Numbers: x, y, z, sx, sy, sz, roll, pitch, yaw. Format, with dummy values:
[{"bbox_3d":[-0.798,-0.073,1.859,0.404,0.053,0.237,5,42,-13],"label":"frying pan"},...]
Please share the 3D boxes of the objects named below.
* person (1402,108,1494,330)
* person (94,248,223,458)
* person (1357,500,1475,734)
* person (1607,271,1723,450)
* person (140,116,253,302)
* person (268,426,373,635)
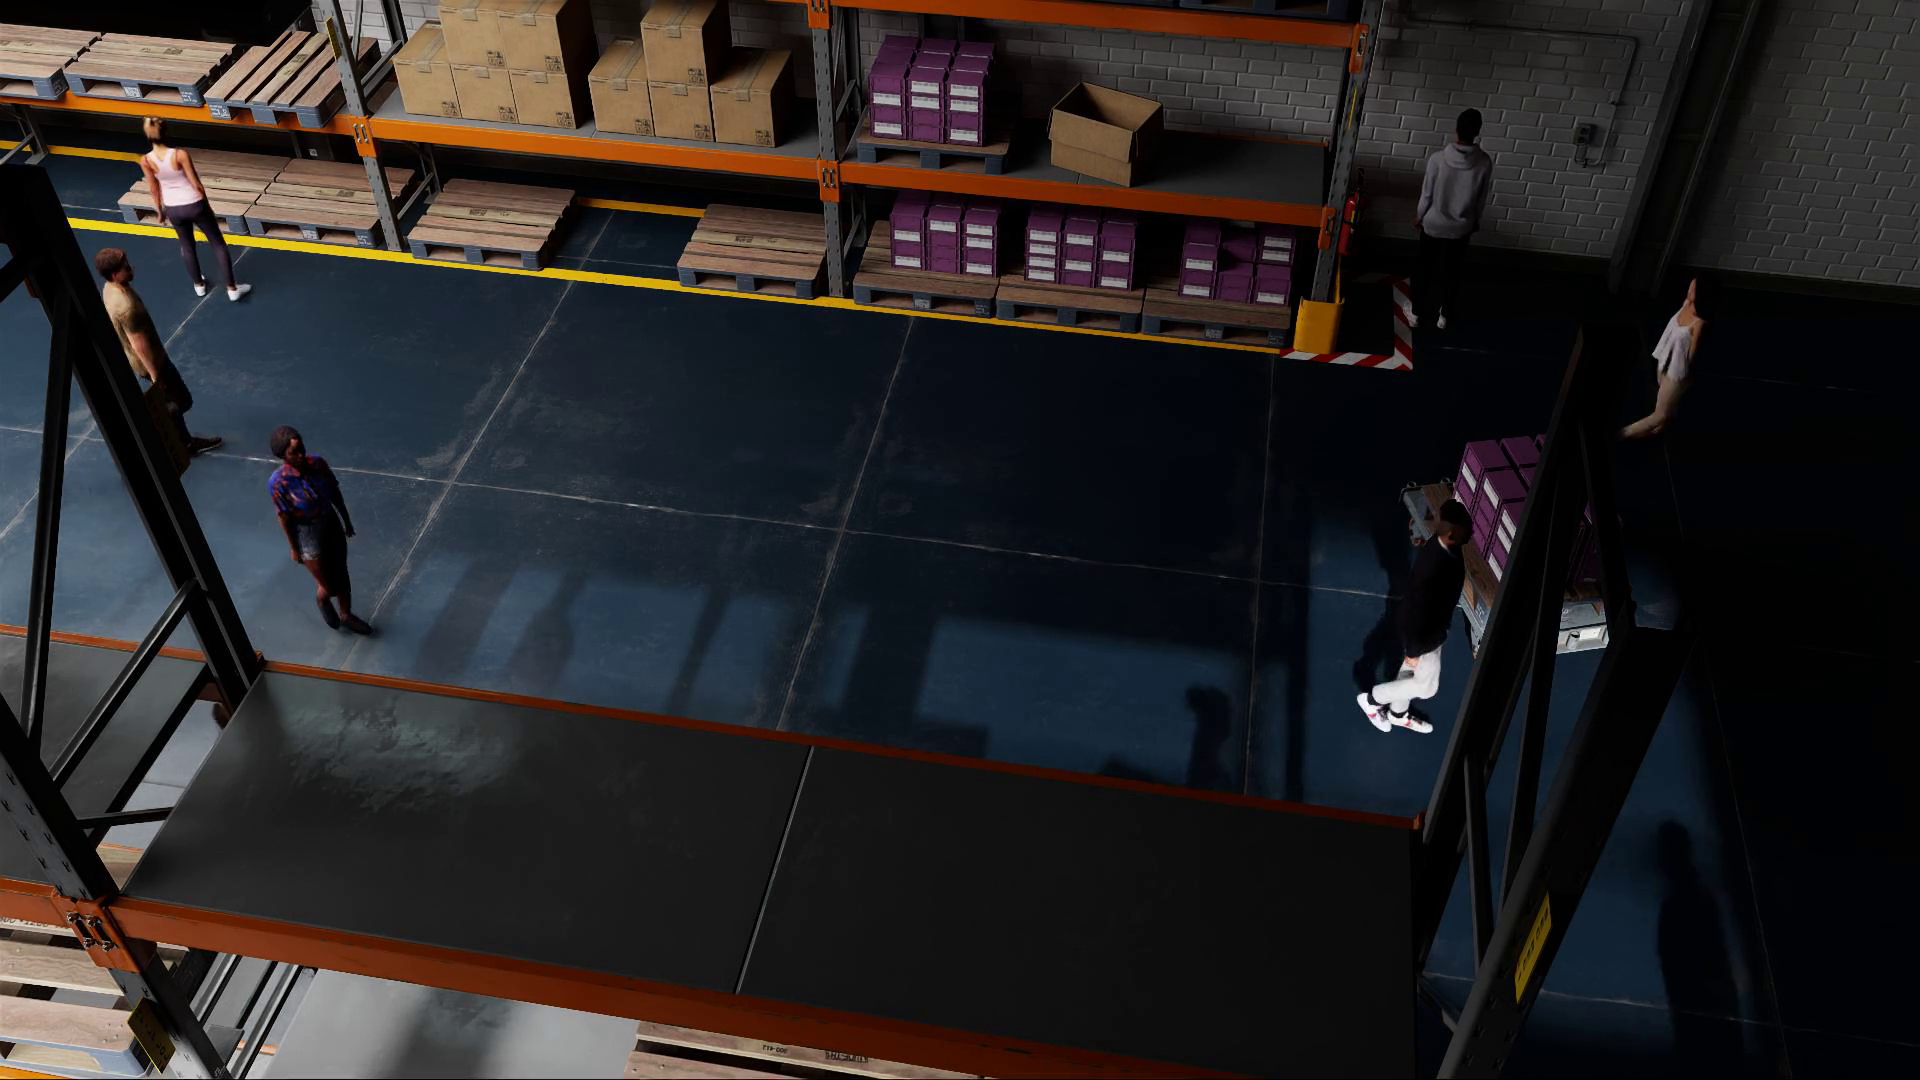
[{"bbox_3d":[3.901,-2.539,13.268,0.526,1.929,0.740,5,44,6],"label":"person"},{"bbox_3d":[-5.947,-1.288,12.019,0.979,1.841,0.911,-22,48,-22],"label":"person"},{"bbox_3d":[2.744,0.465,10.101,0.836,1.949,0.826,19,47,19],"label":"person"},{"bbox_3d":[5.090,-1.268,12.147,0.634,1.635,0.898,7,44,7],"label":"person"},{"bbox_3d":[-6.367,-2.724,13.660,0.698,1.658,0.870,-4,44,-4],"label":"person"},{"bbox_3d":[-4.222,-0.059,10.807,0.767,1.735,0.724,25,49,24],"label":"person"}]
